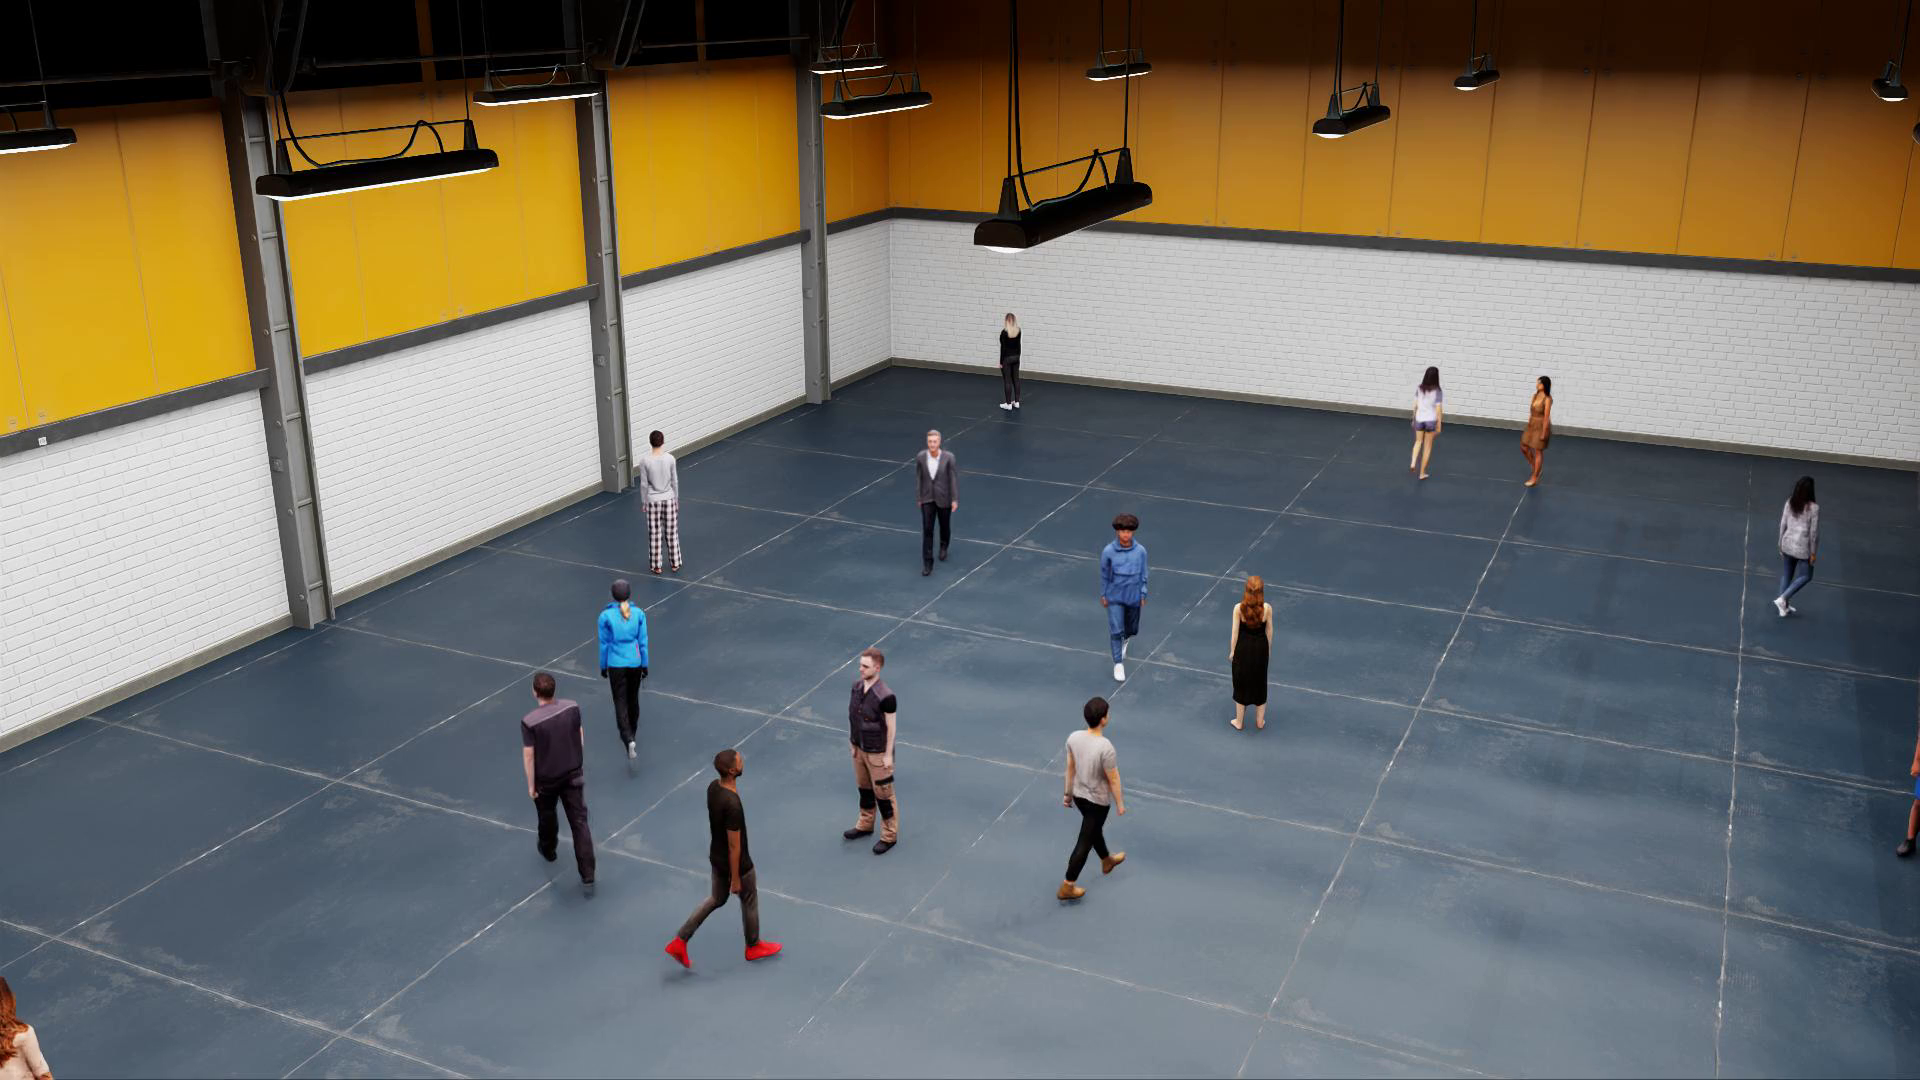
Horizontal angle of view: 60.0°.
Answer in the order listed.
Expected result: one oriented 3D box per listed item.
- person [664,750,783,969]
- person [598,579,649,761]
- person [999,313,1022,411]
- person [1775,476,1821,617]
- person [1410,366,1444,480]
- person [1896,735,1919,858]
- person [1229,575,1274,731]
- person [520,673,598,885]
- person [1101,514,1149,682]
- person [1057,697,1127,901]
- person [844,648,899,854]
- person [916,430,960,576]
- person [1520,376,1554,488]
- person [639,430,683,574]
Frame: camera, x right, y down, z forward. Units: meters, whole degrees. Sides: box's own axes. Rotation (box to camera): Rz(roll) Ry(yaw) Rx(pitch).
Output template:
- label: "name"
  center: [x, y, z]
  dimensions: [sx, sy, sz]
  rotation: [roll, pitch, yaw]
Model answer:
- label: "person"
  center: [-1.823, 2.429, 12.454]
  dimensions: [1.235, 1.779, 1.071]
  rotation: [-11, 22, -30]
- label: "person"
  center: [-3.204, 1.257, 15.945]
  dimensions: [1.052, 1.772, 1.153]
  rotation: [-5, 19, -15]
- label: "person"
  center: [0.883, -3.135, 29.125]
  dimensions: [0.629, 1.685, 0.755]
  rotation: [-14, 23, -36]
- label: "person"
  center: [9.733, 0.109, 19.430]
  dimensions: [0.924, 1.724, 0.845]
  rotation: [-10, 21, -28]
- label: "person"
  center: [6.947, -1.739, 24.920]
  dimensions: [0.683, 1.722, 0.733]
  rotation: [15, 24, 37]
- label: "person"
  center: [8.319, 1.885, 14.044]
  dimensions: [0.654, 1.796, 0.607]
  rotation: [13, 23, 35]
- label: "person"
  center: [2.901, 1.122, 16.577]
  dimensions: [0.662, 1.624, 0.688]
  rotation: [0, 19, 0]
- label: "person"
  center: [-3.269, 1.994, 13.705]
  dimensions: [1.268, 1.804, 1.217]
  rotation: [-10, 21, -27]
- label: "person"
  center: [1.756, 0.571, 17.950]
  dimensions: [0.961, 1.793, 1.123]
  rotation: [-1, 19, -2]
- label: "person"
  center: [1.011, 2.129, 13.504]
  dimensions: [1.205, 1.677, 0.913]
  rotation: [-16, 24, -39]
- label: "person"
  center: [-0.727, 1.774, 14.303]
  dimensions: [0.734, 1.841, 0.768]
  rotation: [-17, 25, -40]
- label: "person"
  center: [-0.280, -0.527, 21.206]
  dimensions: [0.999, 1.795, 1.296]
  rotation: [2, 19, 5]
- label: "person"
  center: [8.616, -1.610, 24.598]
  dimensions: [0.783, 1.683, 0.723]
  rotation: [-6, 20, -18]
- label: "person"
  center: [-3.779, -0.488, 21.008]
  dimensions: [0.691, 1.847, 0.751]
  rotation: [-7, 20, -19]
